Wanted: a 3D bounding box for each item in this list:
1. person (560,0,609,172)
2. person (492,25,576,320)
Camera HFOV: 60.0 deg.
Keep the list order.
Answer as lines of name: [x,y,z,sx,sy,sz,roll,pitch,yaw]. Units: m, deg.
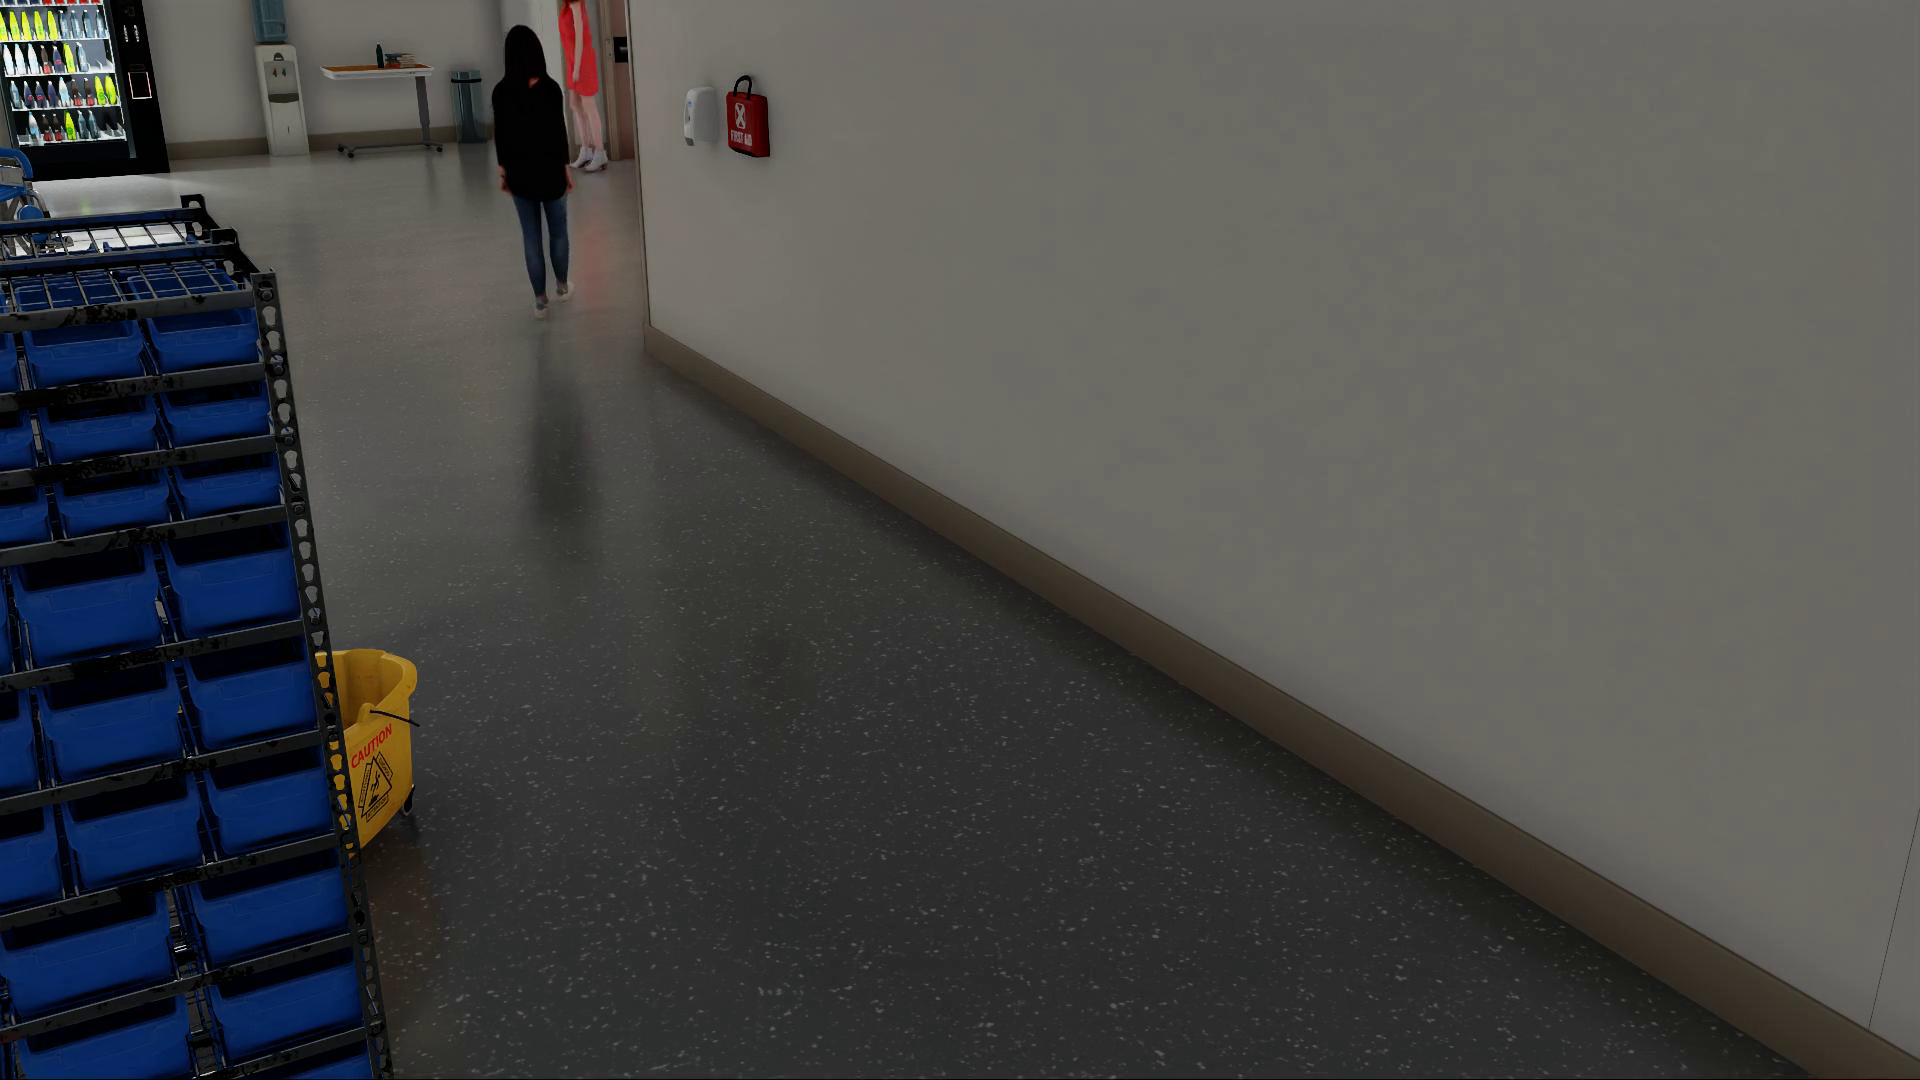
person: [-3.408,-4.259,15.003,0.638,1.820,0.675,-9,23,-22]
person: [-2.431,-2.083,9.530,0.865,1.628,0.814,-3,21,-9]
